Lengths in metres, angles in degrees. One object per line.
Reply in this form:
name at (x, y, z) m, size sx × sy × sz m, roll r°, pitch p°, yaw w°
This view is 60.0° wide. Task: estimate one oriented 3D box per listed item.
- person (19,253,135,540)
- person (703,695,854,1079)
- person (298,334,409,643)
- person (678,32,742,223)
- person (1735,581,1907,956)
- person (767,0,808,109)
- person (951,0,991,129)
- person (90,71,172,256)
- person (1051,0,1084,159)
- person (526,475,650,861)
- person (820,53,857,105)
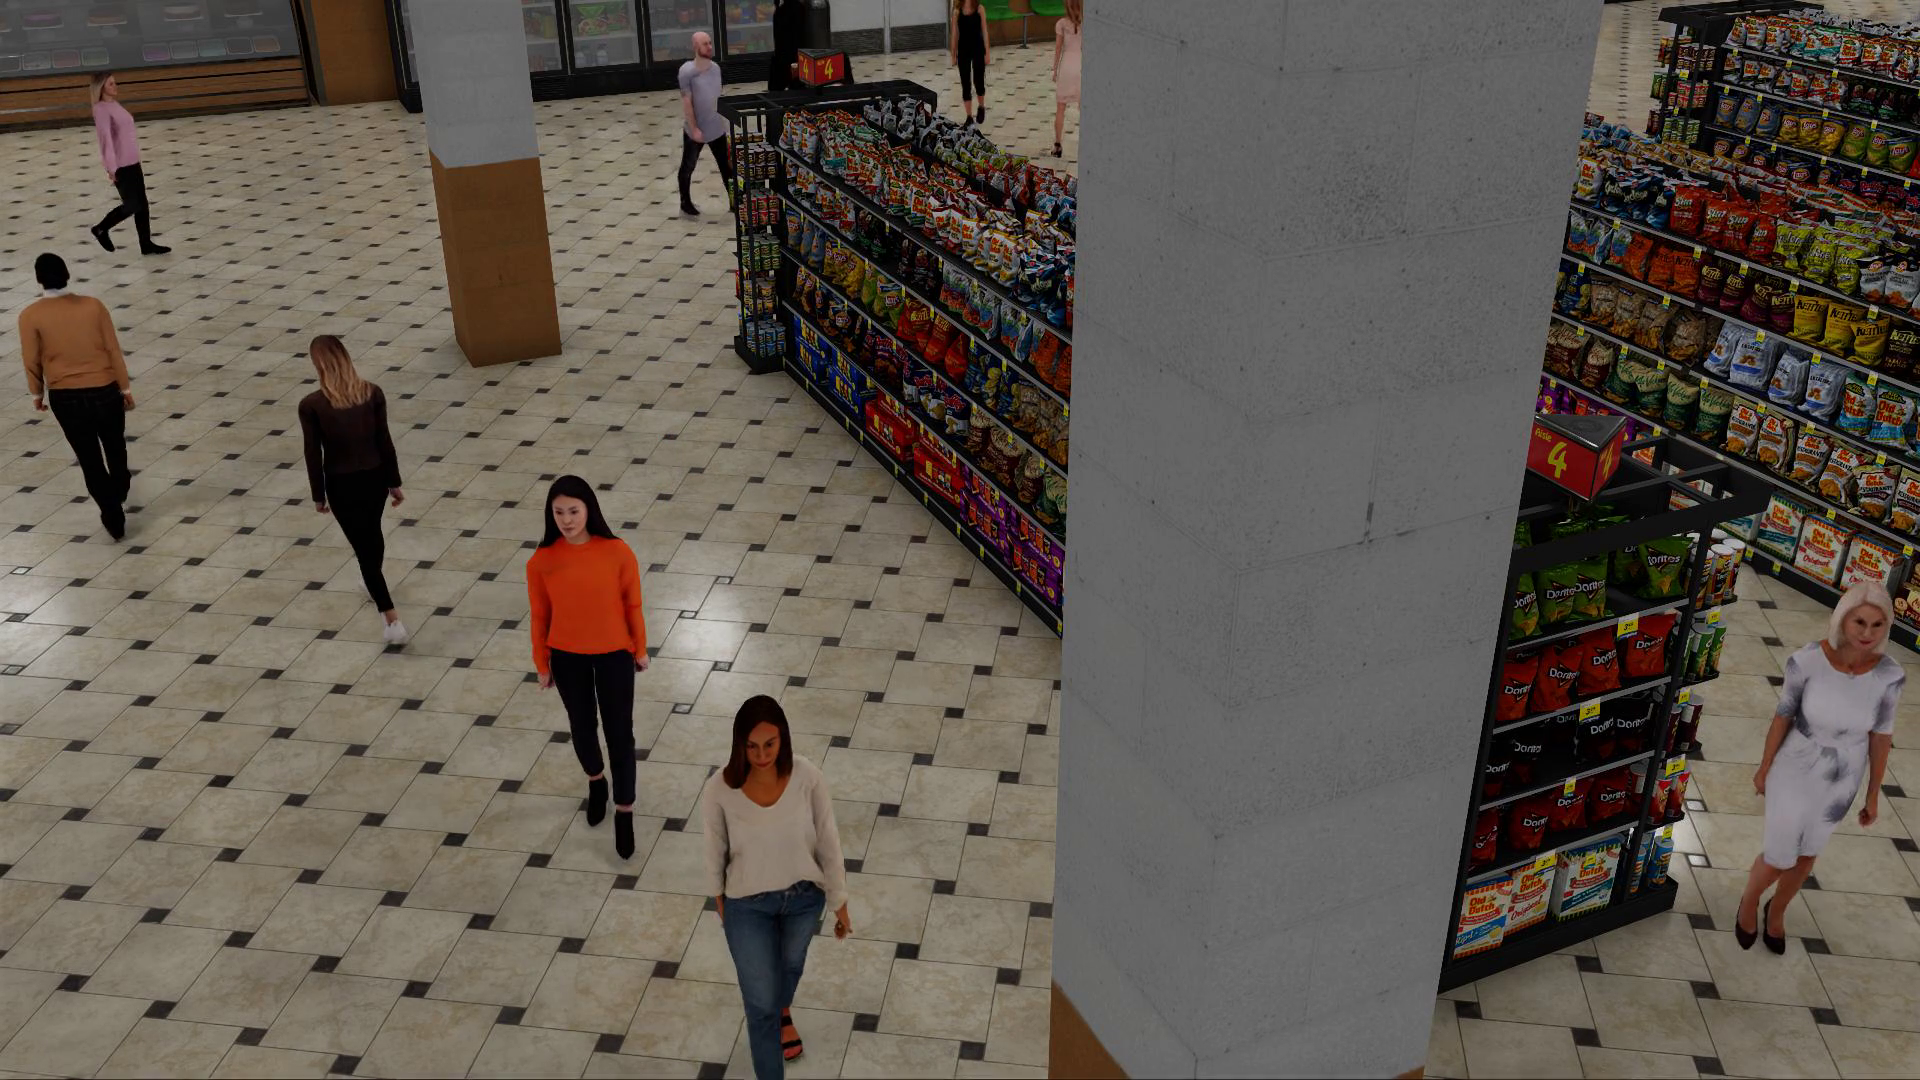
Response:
person at (-5.225, -0.824, 9.957) m, size 0.790 × 1.725 × 1.084 m, roll -17°, pitch 32°, yaw -30°
person at (-0.672, 1.232, 5.978) m, size 0.724 × 1.657 × 0.999 m, roll -8°, pitch 28°, yaw -15°
person at (-3.188, -0.231, 8.861) m, size 0.766 × 1.659 × 1.179 m, roll -19°, pitch 32°, yaw -32°
person at (-2.532, -3.965, 16.083) m, size 0.937 × 1.786 × 1.285 m, roll -23°, pitch 35°, yaw -38°
person at (3.358, 0.882, 6.581) m, size 0.690 × 1.734 × 0.734 m, roll 3°, pitch 27°, yaw 7°
person at (-1.854, -5.491, 18.965) m, size 0.817 × 1.900 × 0.638 m, roll -16°, pitch 31°, yaw -29°
person at (0.166, -5.780, 19.734) m, size 0.766 × 1.720 × 0.822 m, roll 8°, pitch 28°, yaw 16°
person at (-7.665, -3.386, 15.063) m, size 0.833 × 1.676 × 0.886 m, roll -3°, pitch 27°, yaw -5°
person at (1.230, -5.141, 18.360) m, size 0.652 × 1.825 × 0.632 m, roll -4°, pitch 27°, yaw -8°
person at (-1.626, 0.486, 7.361) m, size 0.785 × 1.736 × 0.896 m, roll -2°, pitch 27°, yaw -4°
person at (-1.134, -3.851, 15.975) m, size 0.845 × 1.680 × 0.753 m, roll 5°, pitch 27°, yaw 9°
